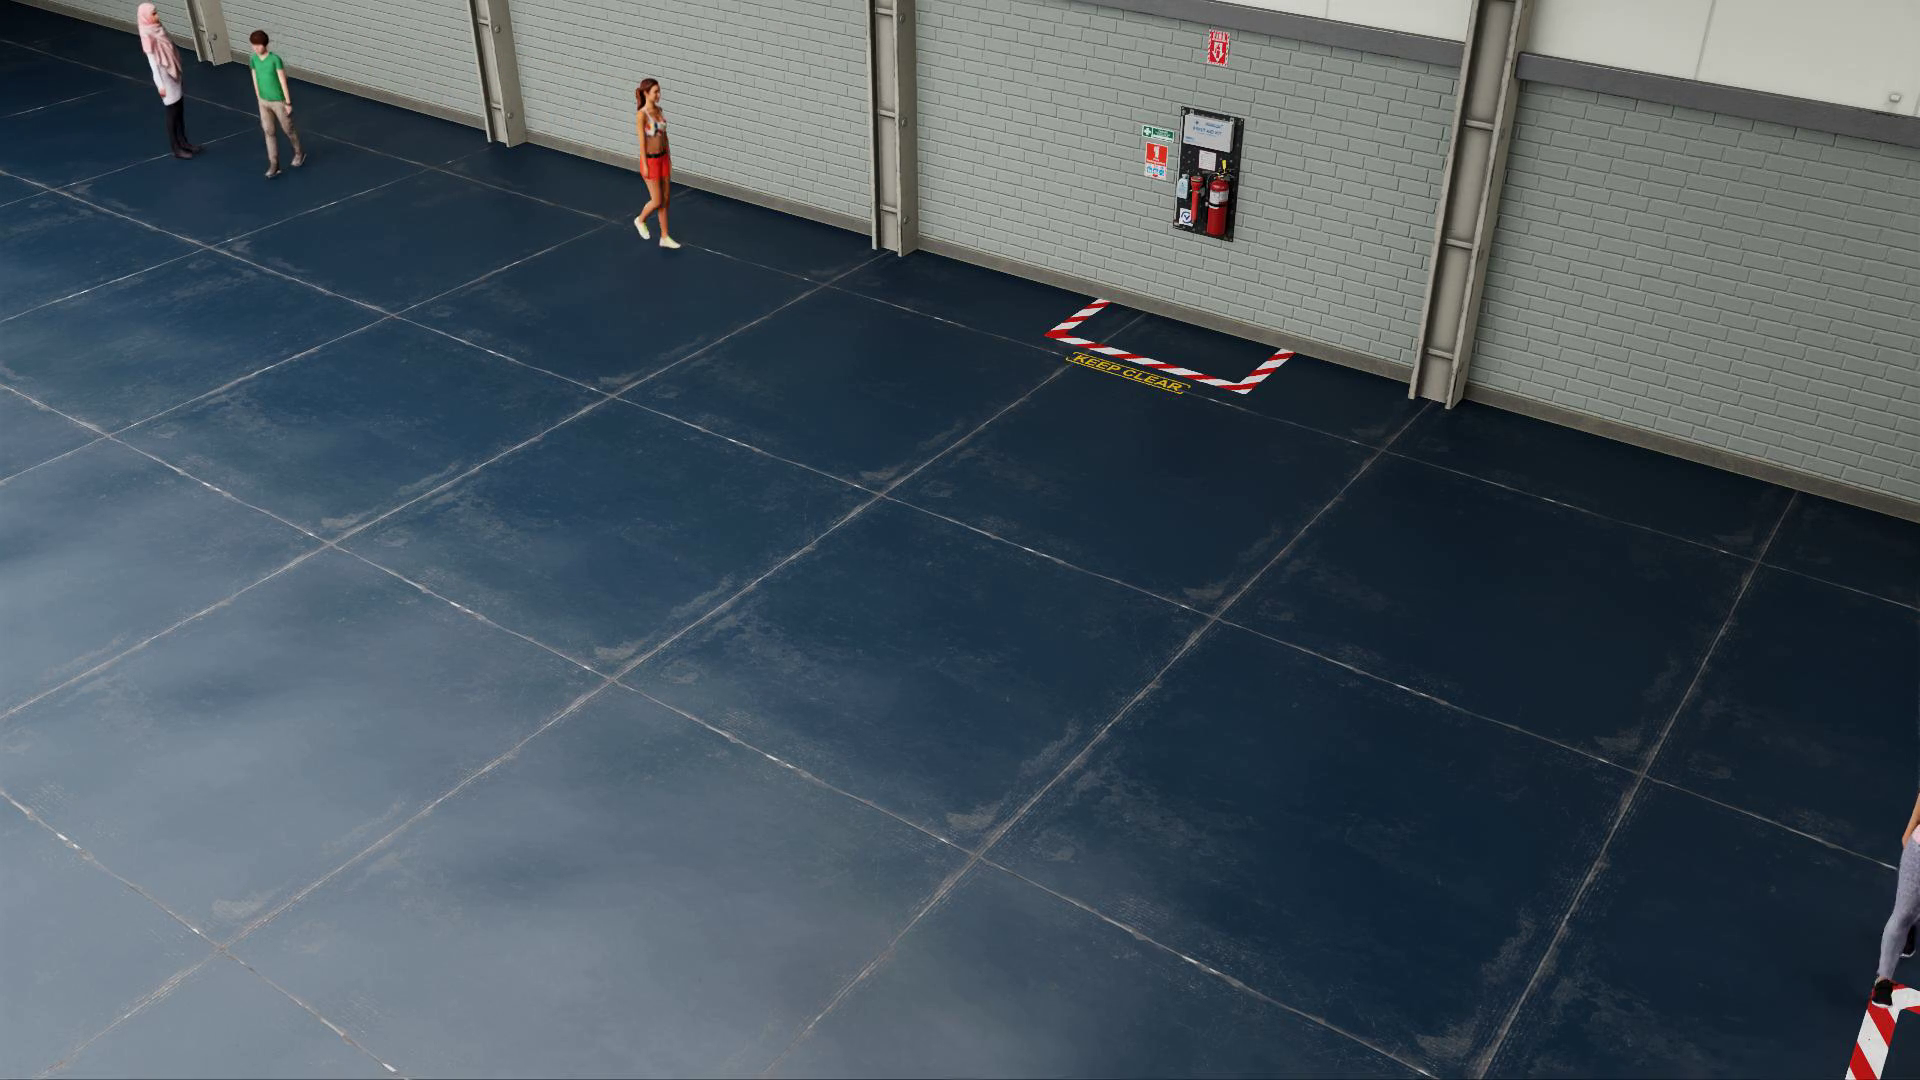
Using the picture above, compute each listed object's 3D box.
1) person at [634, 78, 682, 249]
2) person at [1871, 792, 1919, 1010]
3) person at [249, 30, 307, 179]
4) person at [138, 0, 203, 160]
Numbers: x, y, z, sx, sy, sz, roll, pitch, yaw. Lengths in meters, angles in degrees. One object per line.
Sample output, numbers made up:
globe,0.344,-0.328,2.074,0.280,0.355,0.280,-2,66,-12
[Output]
person,-3.234,-3.912,17.286,0.807,1.785,0.641,17,36,24
person,5.142,1.582,8.674,1.064,1.681,0.732,14,35,21
person,-7.929,-5.114,19.334,1.000,1.632,0.924,5,33,8
person,-9.402,-5.446,19.700,0.776,1.804,0.745,0,32,1
